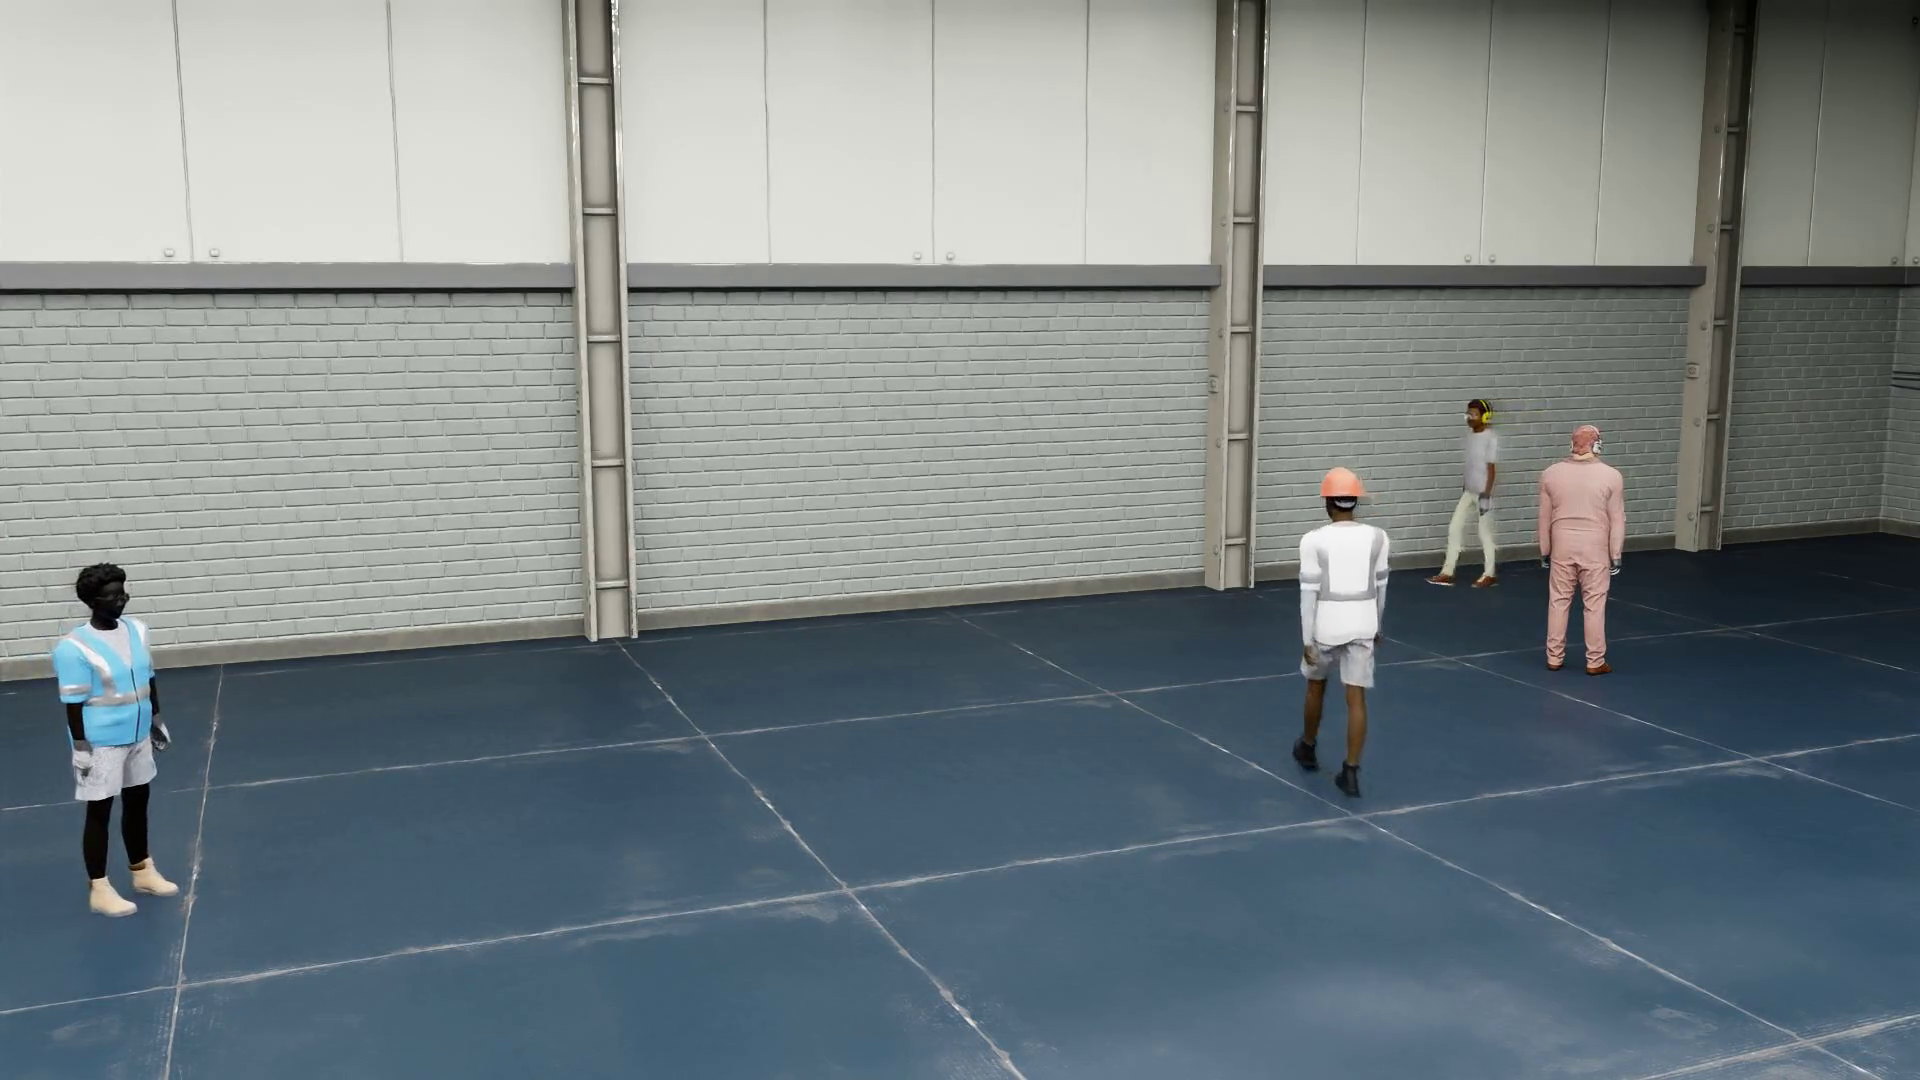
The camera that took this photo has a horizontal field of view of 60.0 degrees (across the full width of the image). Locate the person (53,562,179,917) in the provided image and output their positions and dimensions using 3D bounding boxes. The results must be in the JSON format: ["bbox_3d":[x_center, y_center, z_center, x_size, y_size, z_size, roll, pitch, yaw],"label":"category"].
[{"bbox_3d":[-4.031,0.938,7.928,0.319,1.692,0.529,3,9,16],"label":"person"}]

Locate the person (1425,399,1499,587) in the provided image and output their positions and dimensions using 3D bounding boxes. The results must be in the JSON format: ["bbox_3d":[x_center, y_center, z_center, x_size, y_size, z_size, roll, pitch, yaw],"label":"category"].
[{"bbox_3d":[4.897,-0.436,16.088,0.794,1.840,0.558,-4,10,-21],"label":"person"}]

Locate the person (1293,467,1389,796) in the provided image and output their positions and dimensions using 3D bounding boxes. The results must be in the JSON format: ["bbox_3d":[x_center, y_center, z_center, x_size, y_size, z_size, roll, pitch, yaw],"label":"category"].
[{"bbox_3d":[2.263,0.512,9.971,0.552,1.894,0.916,0,9,0],"label":"person"}]

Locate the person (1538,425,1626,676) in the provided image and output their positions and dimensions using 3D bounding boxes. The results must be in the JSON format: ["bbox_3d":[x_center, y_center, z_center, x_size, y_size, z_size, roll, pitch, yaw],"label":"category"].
[{"bbox_3d":[4.733,0.078,12.667,0.639,1.902,0.407,6,11,35],"label":"person"}]
